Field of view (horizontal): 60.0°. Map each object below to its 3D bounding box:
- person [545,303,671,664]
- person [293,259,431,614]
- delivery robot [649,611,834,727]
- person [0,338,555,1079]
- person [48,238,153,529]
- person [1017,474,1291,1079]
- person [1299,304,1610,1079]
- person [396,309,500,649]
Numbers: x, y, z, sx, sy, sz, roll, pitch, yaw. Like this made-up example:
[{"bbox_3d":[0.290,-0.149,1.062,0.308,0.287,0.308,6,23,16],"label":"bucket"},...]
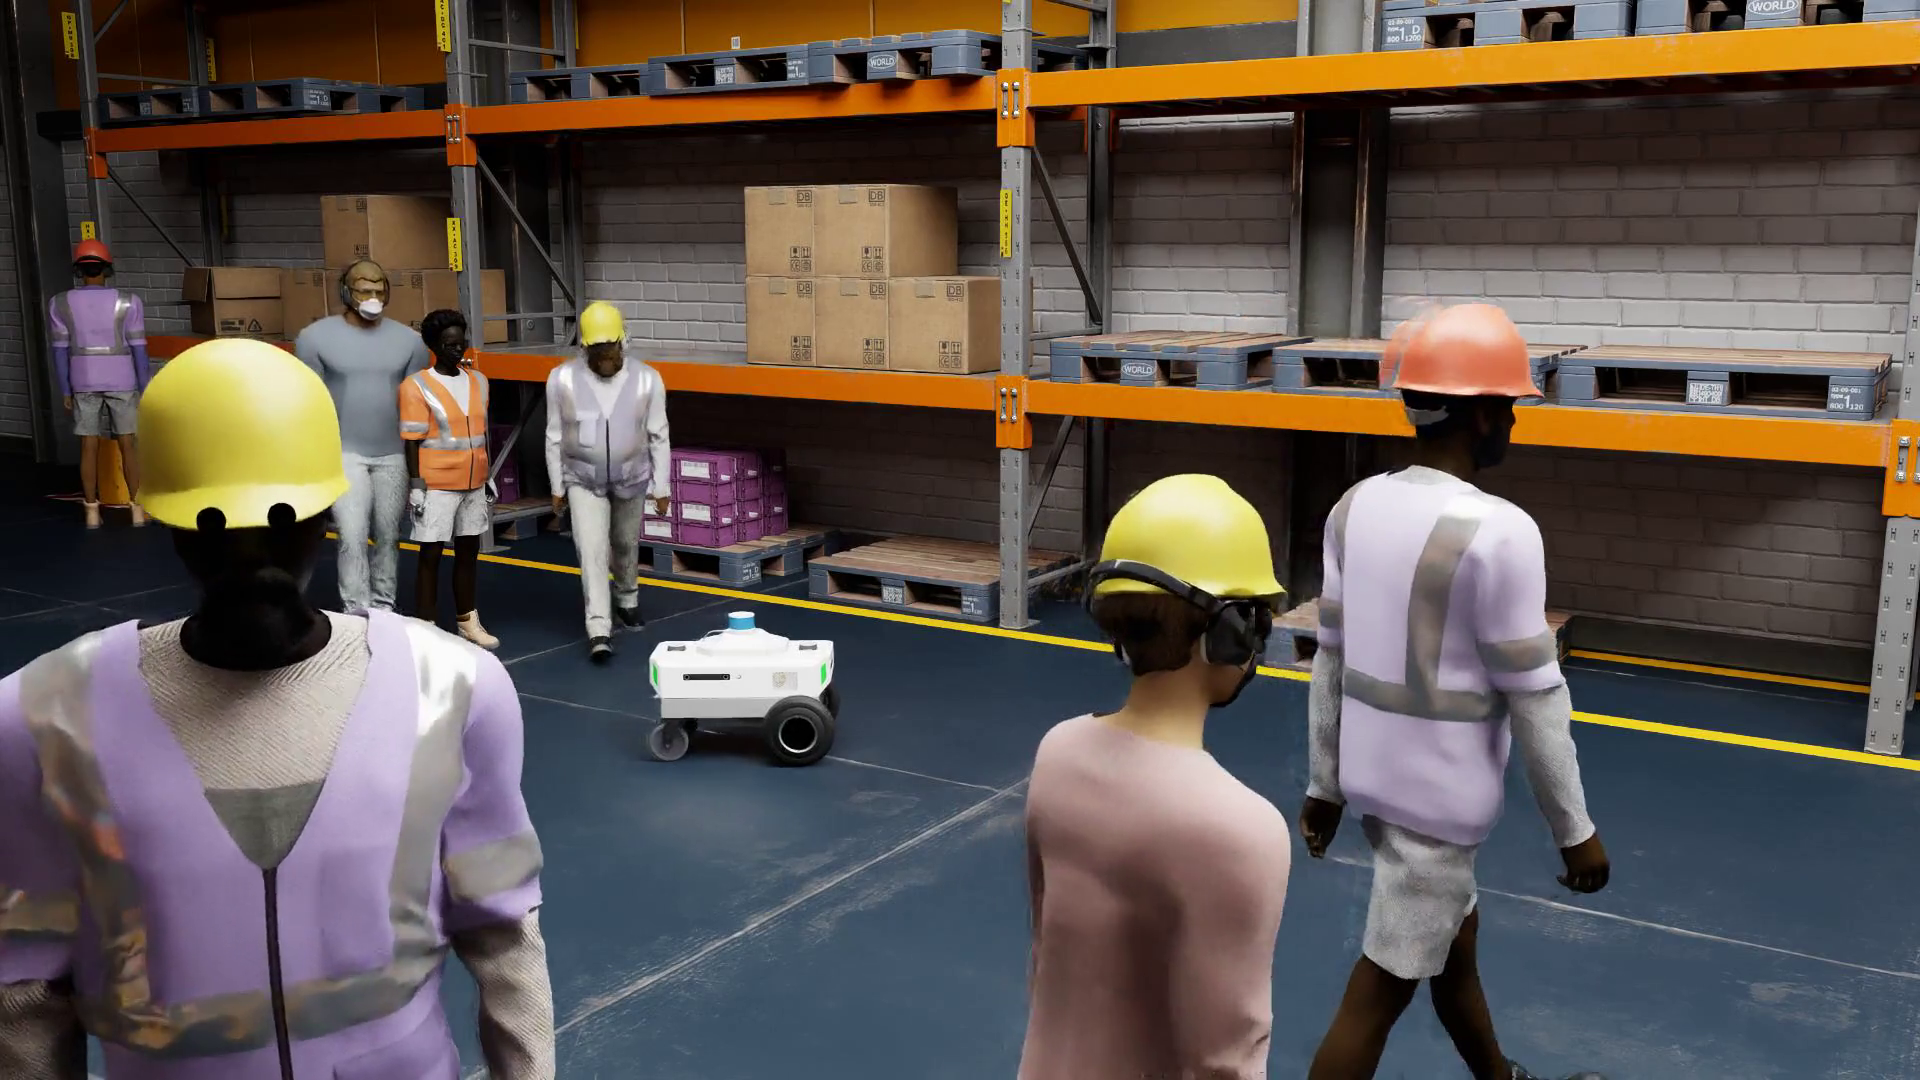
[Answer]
[{"bbox_3d":[-1.729,-0.303,8.220,0.607,1.731,1.087,-3,11,-16],"label":"person"},{"bbox_3d":[-2.805,-0.375,8.013,0.662,1.925,0.620,-7,12,-32],"label":"person"},{"bbox_3d":[-0.859,0.526,6.571,0.707,0.478,0.477,0,10,-1],"label":"delivery robot"},{"bbox_3d":[-0.758,0.733,1.912,0.612,1.910,0.578,-5,11,-25],"label":"person"},{"bbox_3d":[-6.038,-1.094,11.728,0.609,2.035,0.413,-3,11,-17],"label":"person"},{"bbox_3d":[0.235,0.788,2.097,0.436,1.735,0.542,-5,12,-27],"label":"person"},{"bbox_3d":[1.034,0.487,3.344,0.974,1.890,0.555,-3,11,-16],"label":"person"},{"bbox_3d":[-2.471,-0.271,8.085,0.317,1.695,0.540,6,12,32],"label":"person"}]
